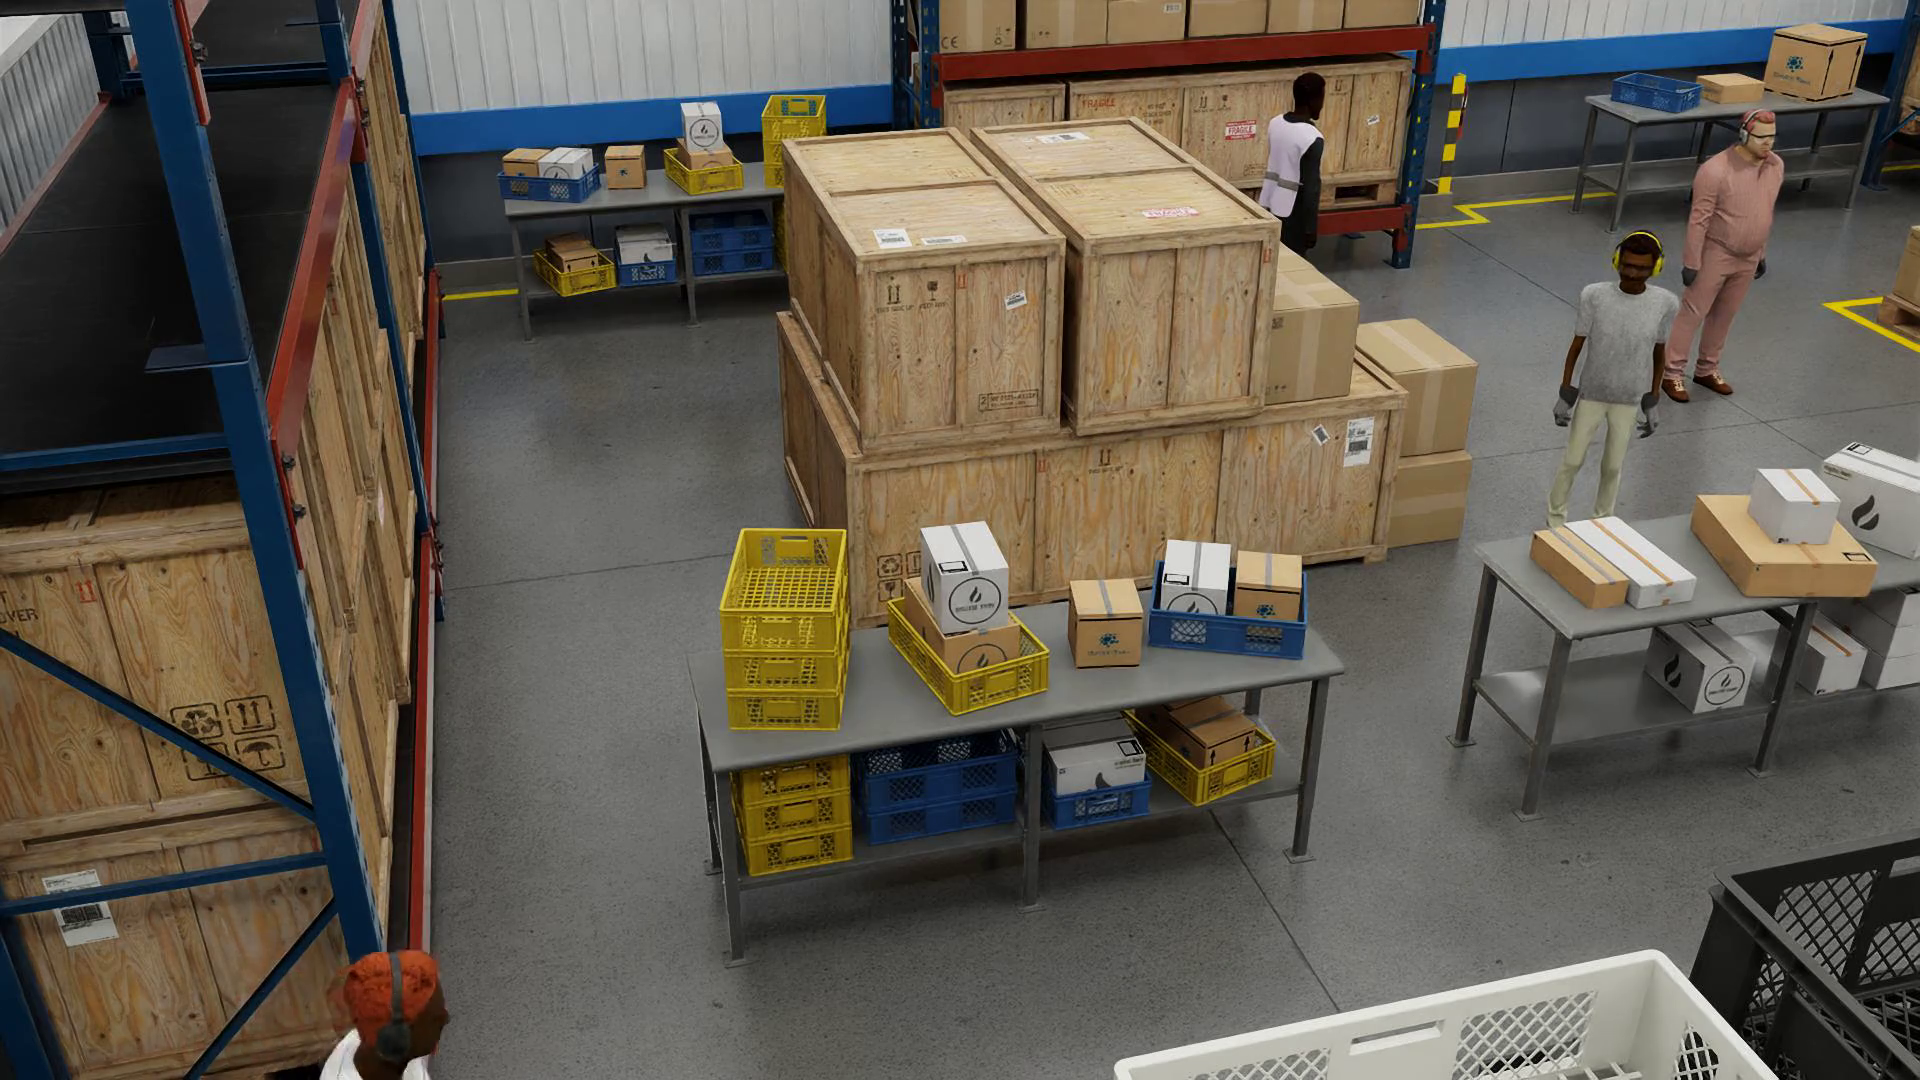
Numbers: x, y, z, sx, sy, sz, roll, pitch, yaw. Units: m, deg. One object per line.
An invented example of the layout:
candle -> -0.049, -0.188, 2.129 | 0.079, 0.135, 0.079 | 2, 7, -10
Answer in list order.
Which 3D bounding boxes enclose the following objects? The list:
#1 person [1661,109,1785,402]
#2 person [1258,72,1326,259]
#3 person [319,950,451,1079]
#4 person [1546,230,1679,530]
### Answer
person -> 4.952, -1.822, 10.713 | 0.650, 1.906, 0.401 | -10, 30, -17
person -> 2.282, -2.266, 11.518 | 0.383, 1.912, 0.592 | -10, 30, -17
person -> -1.429, 1.802, 4.211 | 0.862, 1.824, 0.588 | -4, 29, -7
person -> 3.432, -0.741, 8.793 | 0.530, 1.864, 0.313 | 7, 30, 13
